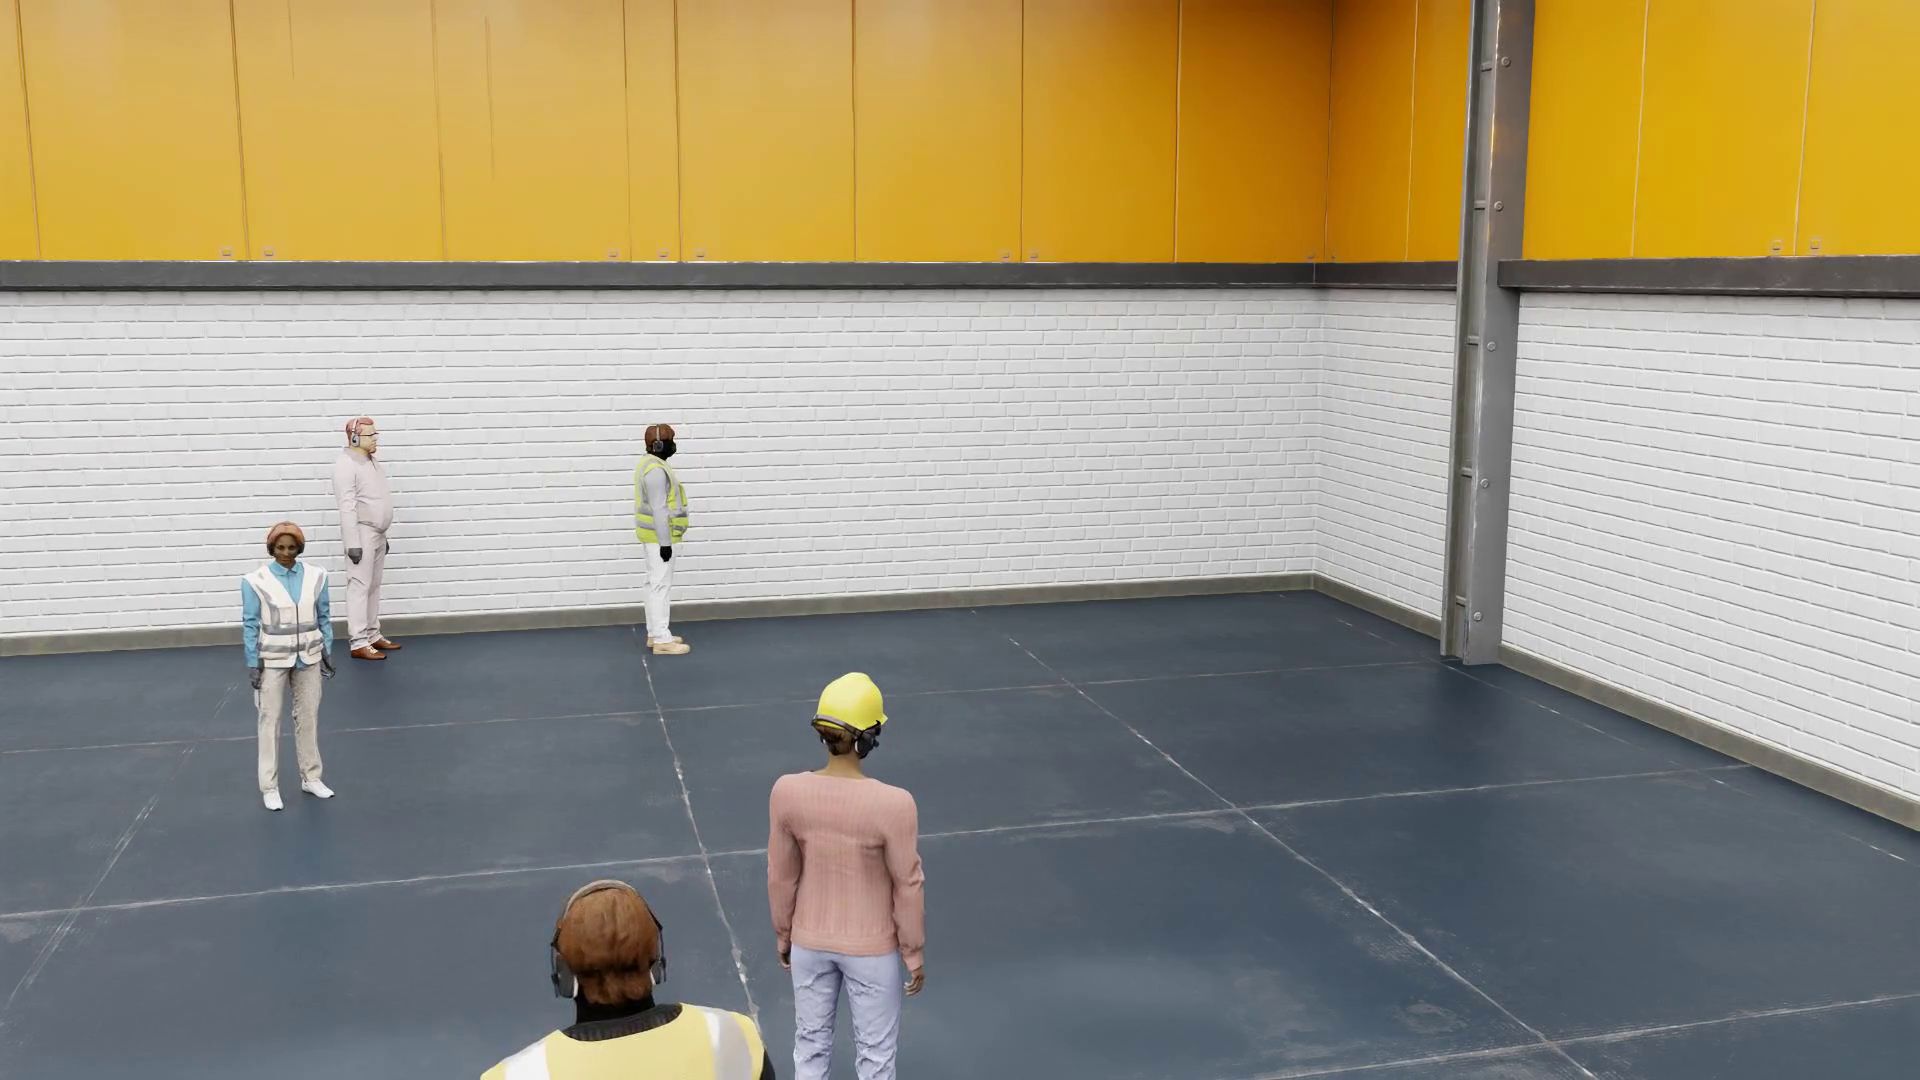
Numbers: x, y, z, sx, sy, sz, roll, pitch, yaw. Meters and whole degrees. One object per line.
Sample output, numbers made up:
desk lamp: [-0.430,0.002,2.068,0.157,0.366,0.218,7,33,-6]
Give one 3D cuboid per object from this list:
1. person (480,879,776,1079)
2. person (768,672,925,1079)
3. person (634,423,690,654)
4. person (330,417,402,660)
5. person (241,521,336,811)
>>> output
person: [-0.679,1.582,3.389,0.621,1.838,0.429,-5,10,-27]
person: [-0.355,1.298,5.374,0.533,1.767,0.324,3,10,20]
person: [-2.385,-0.014,13.328,0.429,1.844,0.622,-3,10,-17]
person: [-4.685,-0.019,13.159,0.410,1.909,0.643,0,9,0]
person: [-3.823,0.701,9.498,0.315,1.638,0.515,9,13,44]
